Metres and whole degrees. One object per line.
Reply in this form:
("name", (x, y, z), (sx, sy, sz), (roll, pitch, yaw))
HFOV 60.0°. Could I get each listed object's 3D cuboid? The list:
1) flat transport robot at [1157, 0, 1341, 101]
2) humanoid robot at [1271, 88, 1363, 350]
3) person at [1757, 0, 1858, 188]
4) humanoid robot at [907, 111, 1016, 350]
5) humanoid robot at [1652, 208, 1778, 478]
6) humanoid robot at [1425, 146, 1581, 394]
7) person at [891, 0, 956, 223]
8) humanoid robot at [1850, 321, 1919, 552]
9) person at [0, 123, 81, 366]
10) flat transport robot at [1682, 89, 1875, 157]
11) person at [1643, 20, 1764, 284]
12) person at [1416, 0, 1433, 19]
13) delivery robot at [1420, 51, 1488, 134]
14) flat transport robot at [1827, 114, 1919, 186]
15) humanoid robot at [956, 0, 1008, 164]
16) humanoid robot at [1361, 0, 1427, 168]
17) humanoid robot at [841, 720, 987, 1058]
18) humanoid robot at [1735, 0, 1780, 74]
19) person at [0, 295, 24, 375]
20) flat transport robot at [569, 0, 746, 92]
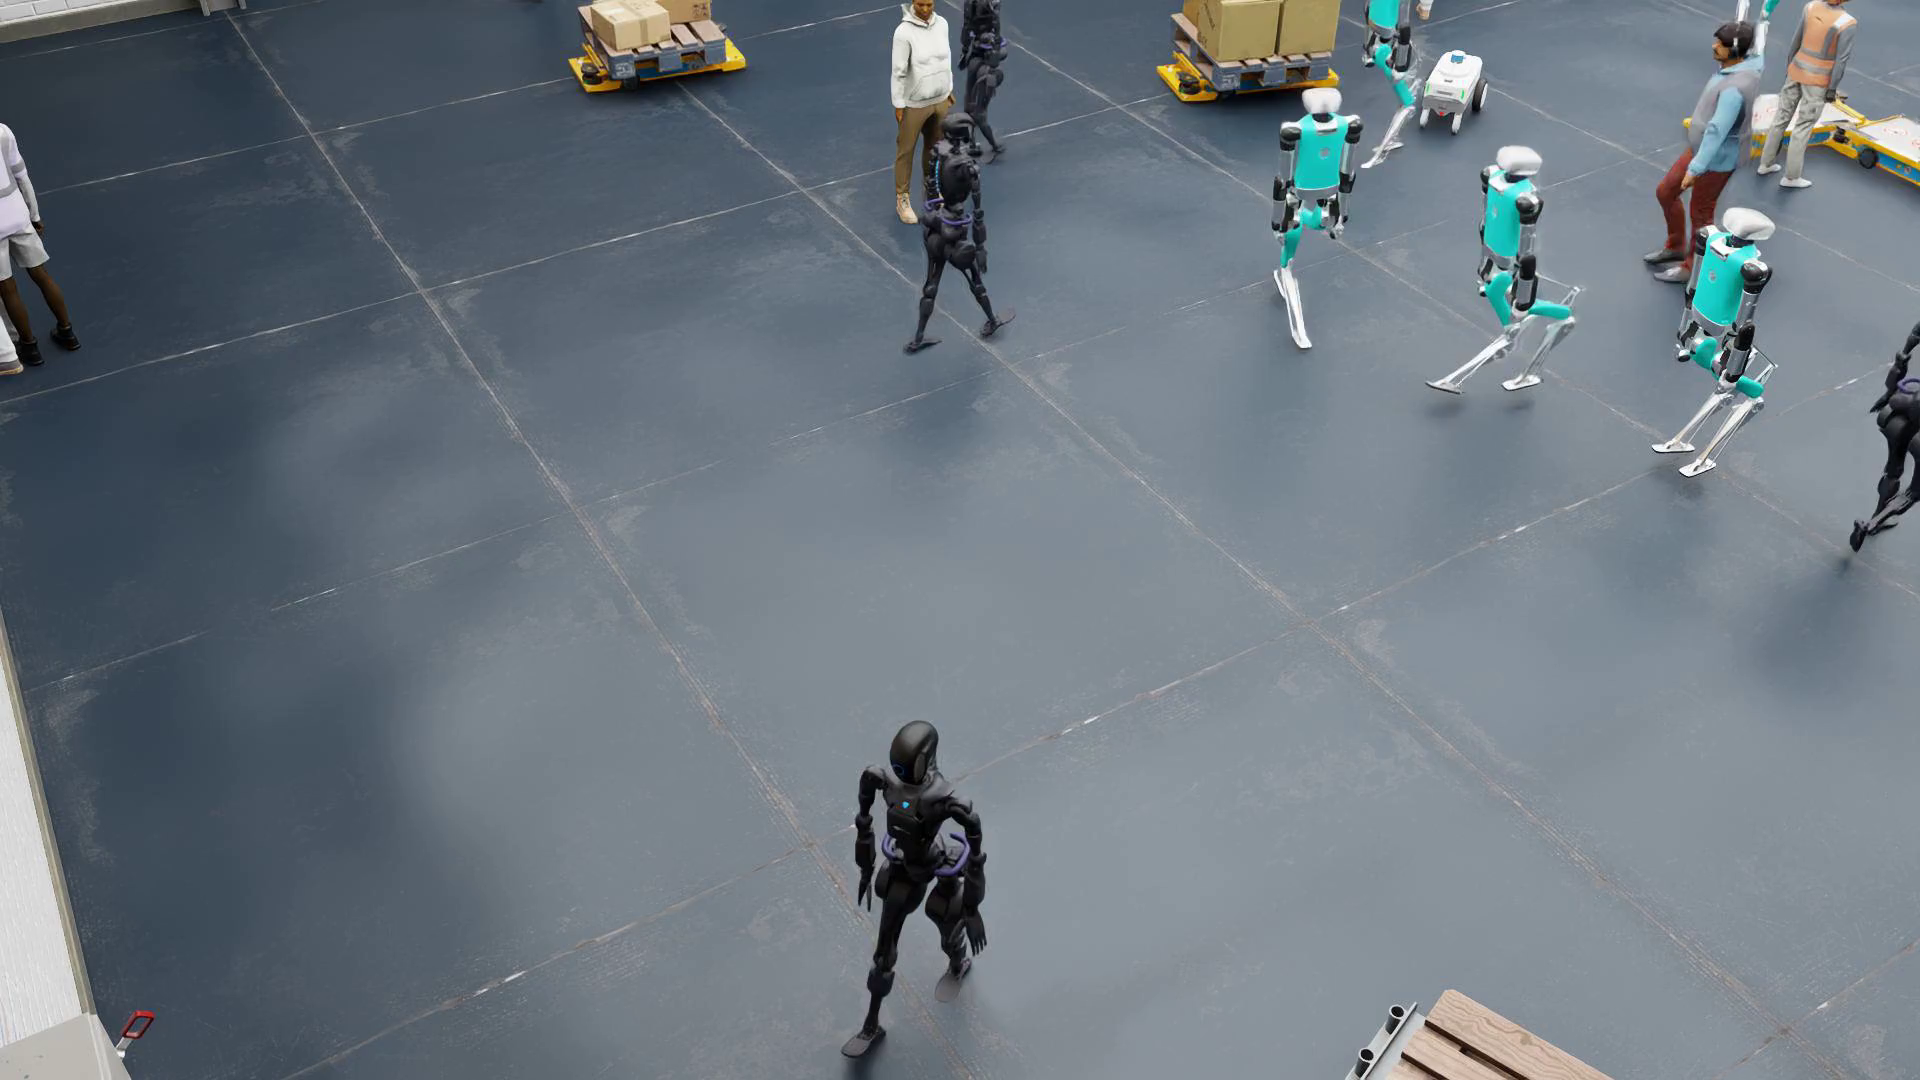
("flat transport robot", (2.497, -4.074, 14.432), (1.431, 0.231, 0.659), (-9, 39, -11))
("humanoid robot", (2.226, -2.209, 10.952), (0.556, 1.773, 1.062), (-6, 39, -7))
("person", (6.433, -3.482, 12.578), (0.313, 1.640, 0.513), (-13, 40, -16))
("humanoid robot", (-0.027, -2.013, 10.733), (0.783, 1.626, 0.609), (-24, 44, -27))
("humanoid robot", (4.418, -1.129, 9.427), (0.735, 1.677, 0.533), (-10, 40, -13))
("humanoid robot", (3.438, -1.581, 10.107), (1.012, 1.725, 0.540), (-10, 39, -12))
("person", (-0.285, -3.201, 12.124), (0.532, 1.766, 0.365), (-24, 44, -28))
("humanoid robot", (5.156, -0.653, 8.996), (0.598, 1.639, 0.595), (-19, 42, -22))
("person", (-6.086, -2.015, 10.506), (0.390, 1.930, 0.537), (23, 44, 27))
("flat transport robot", (6.735, -3.401, 13.584), (1.431, 0.231, 0.659), (-9, 39, -11))
("person", (5.044, -2.596, 11.284), (0.538, 1.861, 0.554), (6, 39, 8))
("person", (4.223, -5.681, 15.200), (0.618, 1.839, 0.430), (-3, 38, -3))
("delivery robot", (4.089, -3.769, 13.815), (0.499, 0.592, 0.774), (16, 41, 19))
("flat transport robot", (7.608, -2.960, 13.027), (0.659, 0.231, 1.431), (-18, 42, -21))
("humanoid robot", (0.158, -3.695, 12.823), (0.410, 1.666, 0.608), (-16, 41, -19))
("humanoid robot", (3.464, -3.778, 12.890), (0.790, 1.801, 0.543), (-14, 41, -17))
("humanoid robot", (-0.163, 1.370, 6.452), (0.583, 1.634, 0.718), (16, 41, 20))
("humanoid robot", (6.917, -4.870, 14.276), (0.532, 1.786, 0.826), (5, 39, 6))
("person", (-6.280, -1.912, 10.417), (0.341, 1.872, 0.575), (-4, 39, -5))
("flat transport robot", (-2.673, -4.246, 14.650), (1.431, 0.231, 0.659), (-15, 41, -18))
